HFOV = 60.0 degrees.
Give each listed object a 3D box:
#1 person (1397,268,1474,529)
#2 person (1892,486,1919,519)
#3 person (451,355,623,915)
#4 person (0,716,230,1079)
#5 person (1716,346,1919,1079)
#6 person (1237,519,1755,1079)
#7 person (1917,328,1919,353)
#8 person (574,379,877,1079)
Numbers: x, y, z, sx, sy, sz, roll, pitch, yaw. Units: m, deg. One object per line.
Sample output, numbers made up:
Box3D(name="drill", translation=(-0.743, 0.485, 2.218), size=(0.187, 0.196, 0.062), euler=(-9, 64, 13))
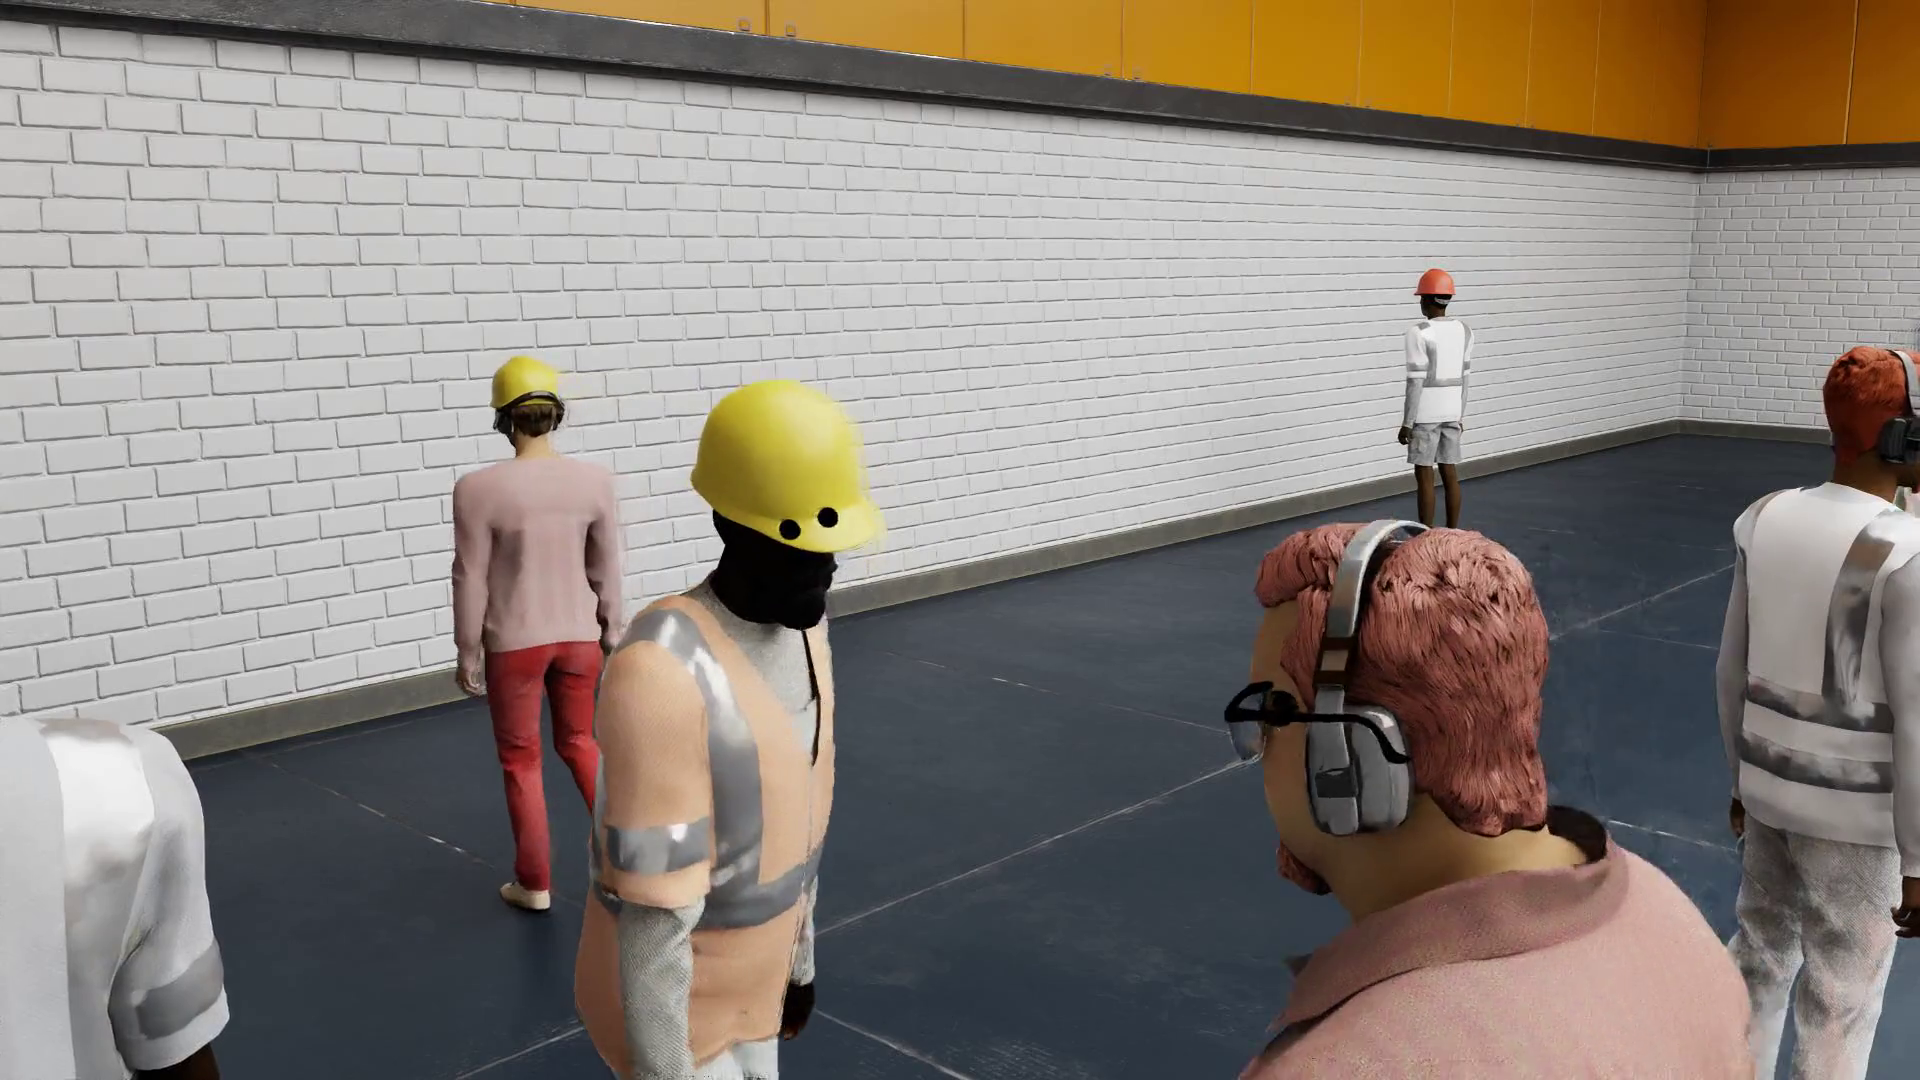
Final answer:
Box3D(name="person", translation=(3.153, -0.837, 11.136), size=(0.547, 1.938, 0.378), euler=(-5, 11, -28))
Box3D(name="person", translation=(3.214, 0.289, 5.697), size=(0.772, 1.587, 0.571), euler=(7, 12, 36))
Box3D(name="person", translation=(-1.262, 0.319, 5.097), size=(0.534, 1.755, 0.512), euler=(-8, 13, -40))
Box3D(name="person", translation=(-1.029, 0.817, 1.665), size=(0.600, 1.958, 0.378), euler=(-10, 14, -43))
Box3D(name="person", translation=(1.769, 0.552, 3.382), size=(0.337, 1.882, 0.585), euler=(-2, 10, -11))
Box3D(name="person", translation=(0.311, 0.914, 1.366), size=(0.913, 1.858, 0.662), euler=(7, 12, 35))
Box3D(name="person", translation=(8.193, -1.226, 13.718), size=(0.621, 1.806, 0.673), euler=(-2, 10, -10))
Box3D(name="person", translation=(-0.328, 0.700, 2.513), size=(0.470, 1.898, 0.656), euler=(2, 10, 13))
